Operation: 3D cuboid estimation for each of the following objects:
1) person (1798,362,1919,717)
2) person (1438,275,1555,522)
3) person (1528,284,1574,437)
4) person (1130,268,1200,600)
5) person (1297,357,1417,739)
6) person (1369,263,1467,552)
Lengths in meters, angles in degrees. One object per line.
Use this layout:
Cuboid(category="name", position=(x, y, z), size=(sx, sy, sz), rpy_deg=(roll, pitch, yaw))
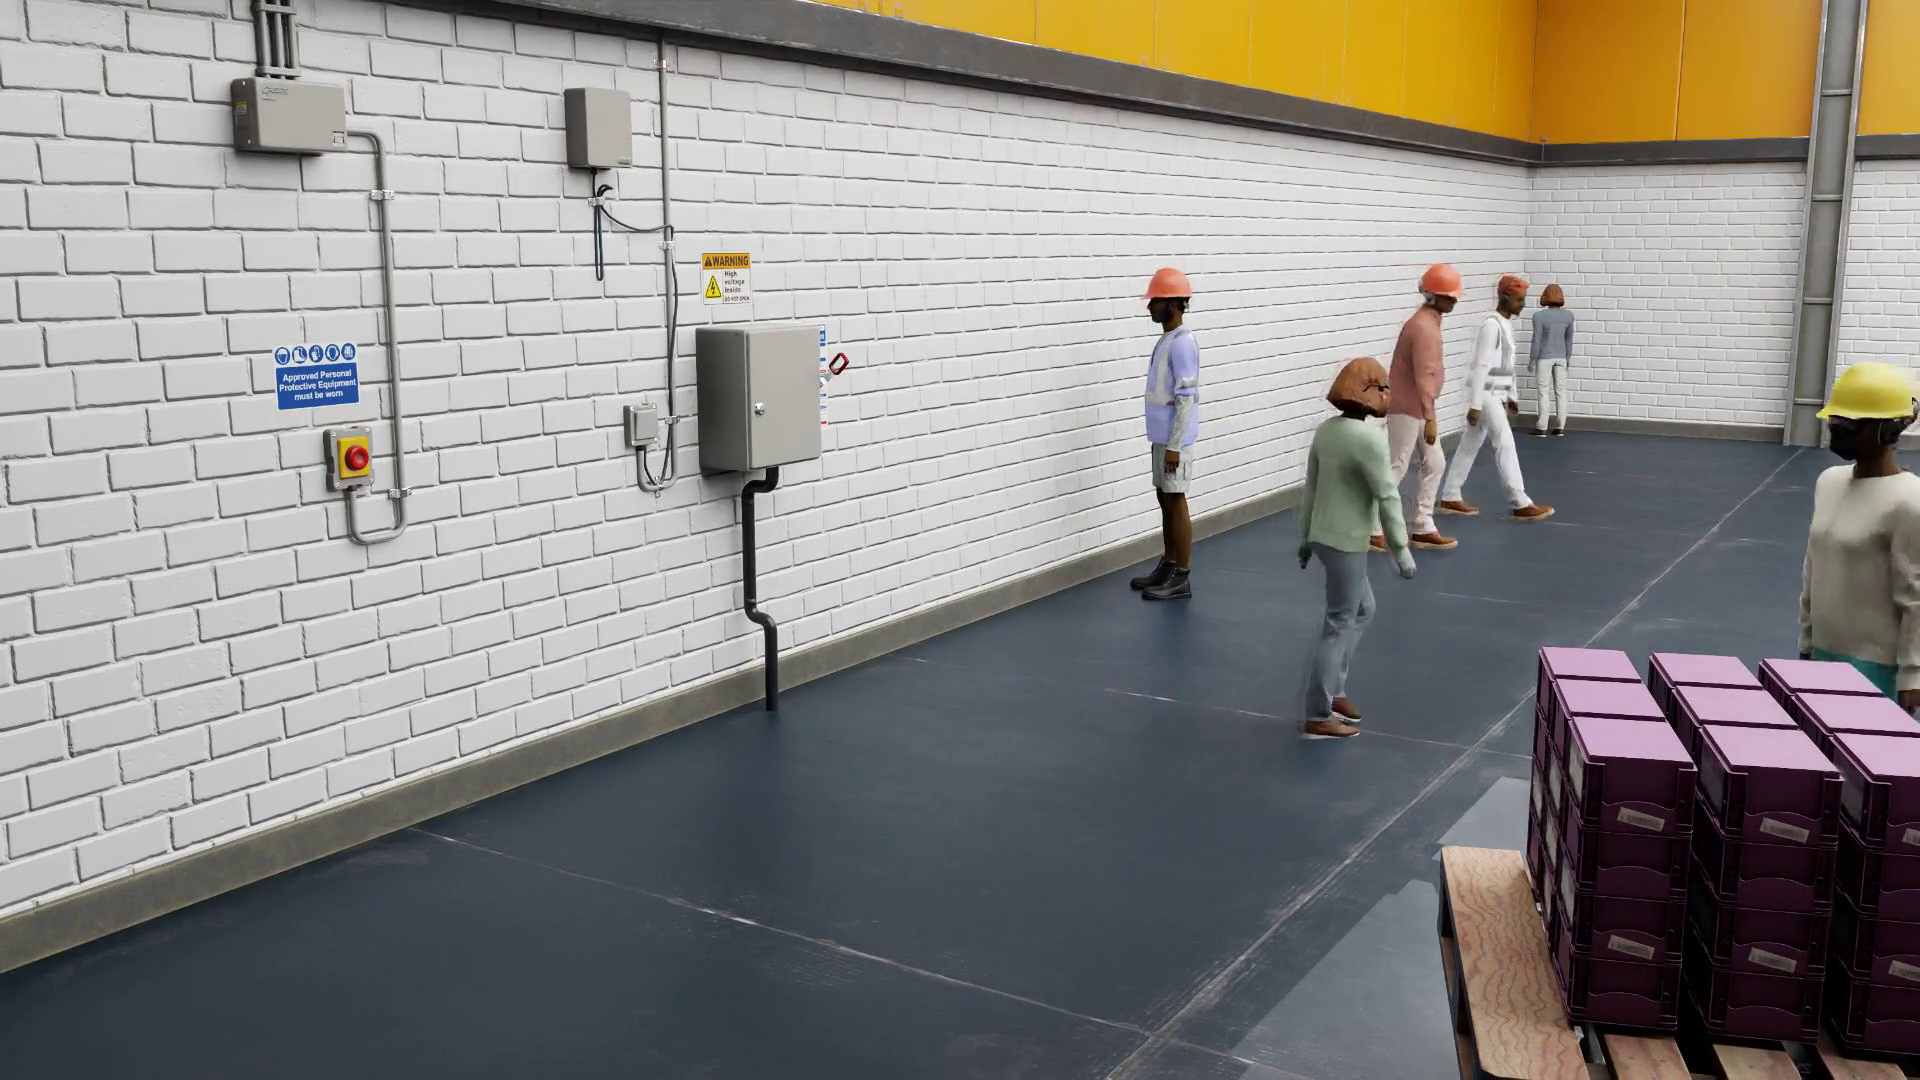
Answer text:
Cuboid(category="person", position=(2.798, 0.330, 5.050), size=(0.724, 1.746, 0.537), rpy_deg=(0, 10, -3))
Cuboid(category="person", position=(4.060, -1.054, 12.454), size=(0.949, 1.832, 0.653), rpy_deg=(5, 11, 24))
Cuboid(category="person", position=(6.326, -1.919, 17.829), size=(0.503, 1.632, 0.274), rpy_deg=(-3, 11, -14))
Cuboid(category="person", position=(1.214, -0.615, 9.762), size=(0.359, 1.938, 0.545), rpy_deg=(-1, 10, -5))
Cuboid(category="person", position=(1.660, 0.040, 7.023), size=(0.501, 1.615, 0.514), rpy_deg=(-2, 10, -12))
Cuboid(category="person", position=(3.041, -0.860, 11.081), size=(0.796, 1.941, 0.639), rpy_deg=(4, 11, 20))
